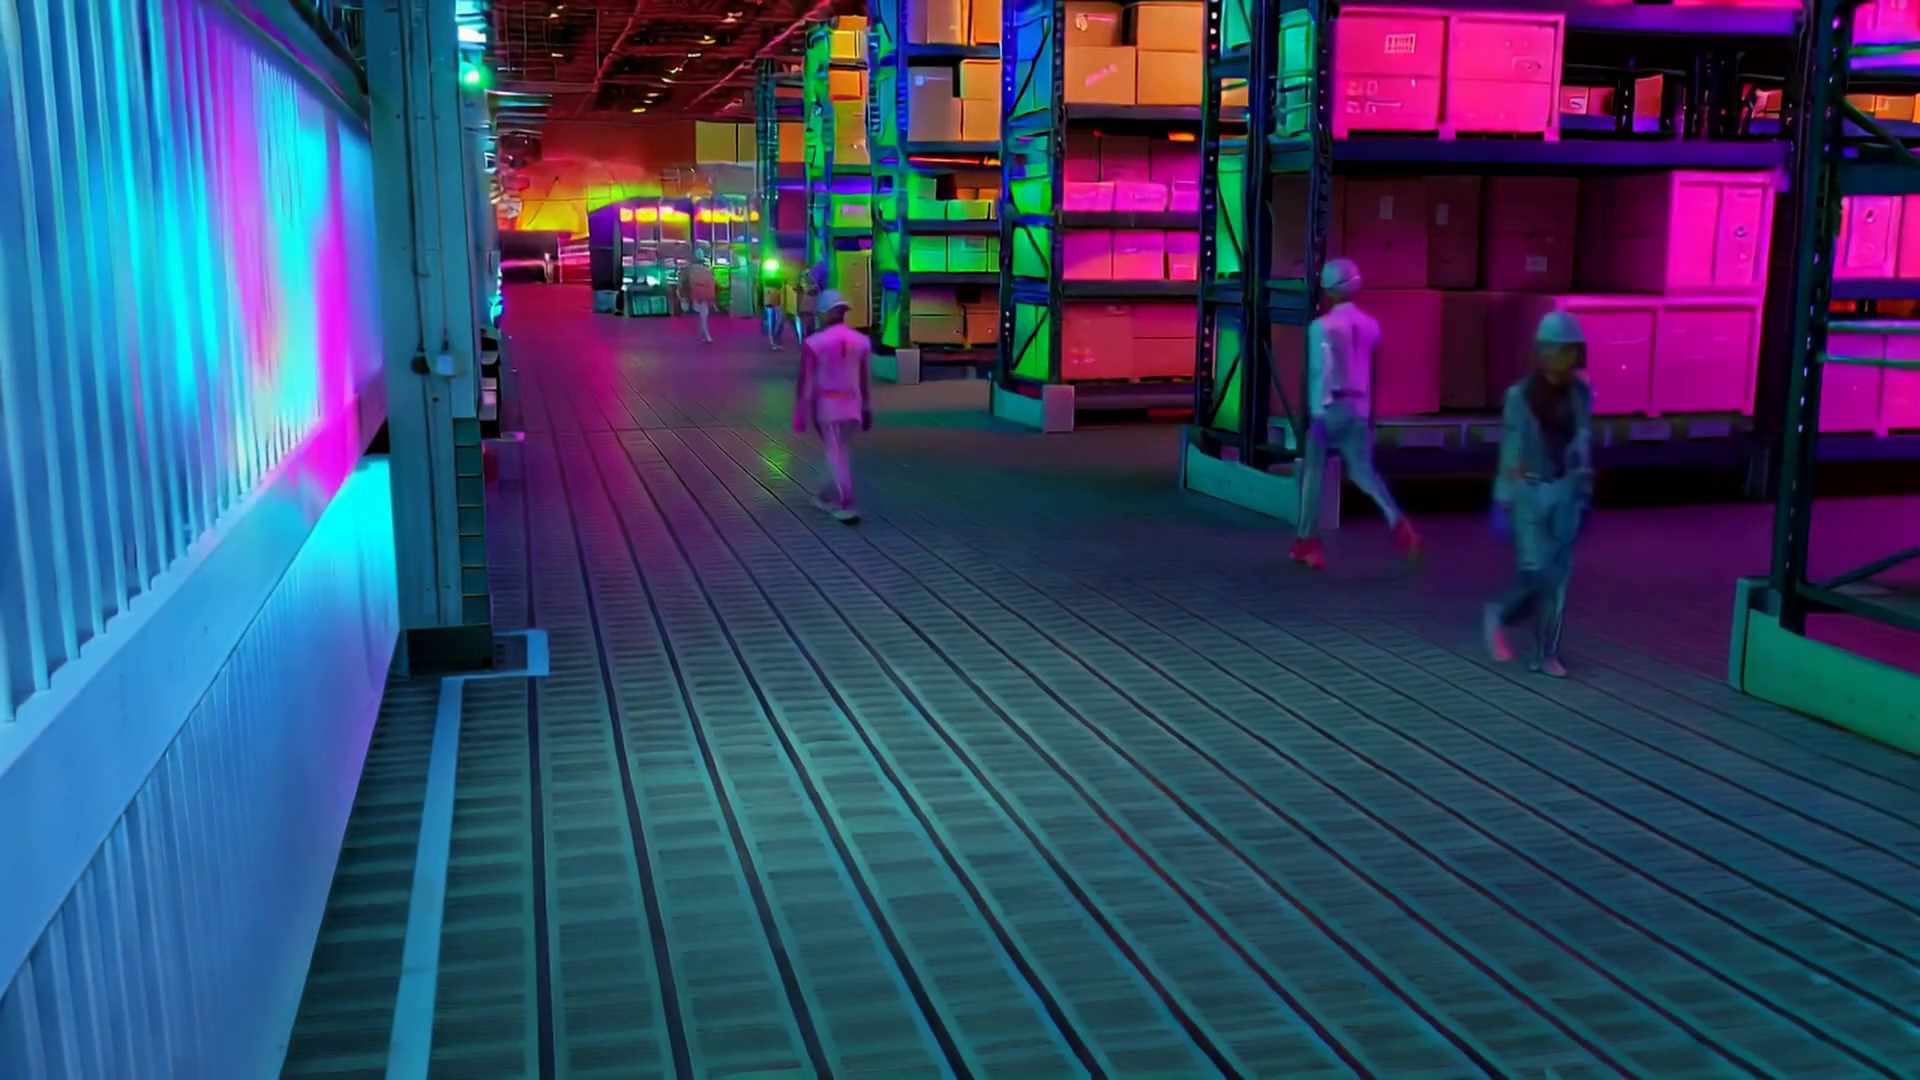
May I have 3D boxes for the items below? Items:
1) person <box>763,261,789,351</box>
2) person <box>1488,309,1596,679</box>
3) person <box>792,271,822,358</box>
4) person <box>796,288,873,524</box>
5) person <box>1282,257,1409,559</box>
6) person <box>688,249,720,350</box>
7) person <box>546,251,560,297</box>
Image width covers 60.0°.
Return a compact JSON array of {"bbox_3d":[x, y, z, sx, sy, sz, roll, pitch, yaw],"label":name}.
[{"bbox_3d":[-3.549,-4.520,32.200,0.533,1.742,0.737,-3,11,-18],"label":"person"},{"bbox_3d":[2.756,-0.214,7.811,0.503,1.731,0.380,-3,10,-16],"label":"person"},{"bbox_3d":[-2.664,-3.868,28.870,0.512,1.612,0.789,-2,10,-11],"label":"person"},{"bbox_3d":[-0.927,-0.972,12.231,0.580,1.731,0.766,-7,12,-35],"label":"person"},{"bbox_3d":[2.537,-0.852,10.823,0.631,1.966,0.931,-6,12,-31],"label":"person"},{"bbox_3d":[-4.946,-4.702,32.571,0.837,1.961,0.643,8,13,40],"label":"person"},{"bbox_3d":[-16.256,-10.612,66.416,0.389,1.838,0.563,9,13,41],"label":"person"}]
